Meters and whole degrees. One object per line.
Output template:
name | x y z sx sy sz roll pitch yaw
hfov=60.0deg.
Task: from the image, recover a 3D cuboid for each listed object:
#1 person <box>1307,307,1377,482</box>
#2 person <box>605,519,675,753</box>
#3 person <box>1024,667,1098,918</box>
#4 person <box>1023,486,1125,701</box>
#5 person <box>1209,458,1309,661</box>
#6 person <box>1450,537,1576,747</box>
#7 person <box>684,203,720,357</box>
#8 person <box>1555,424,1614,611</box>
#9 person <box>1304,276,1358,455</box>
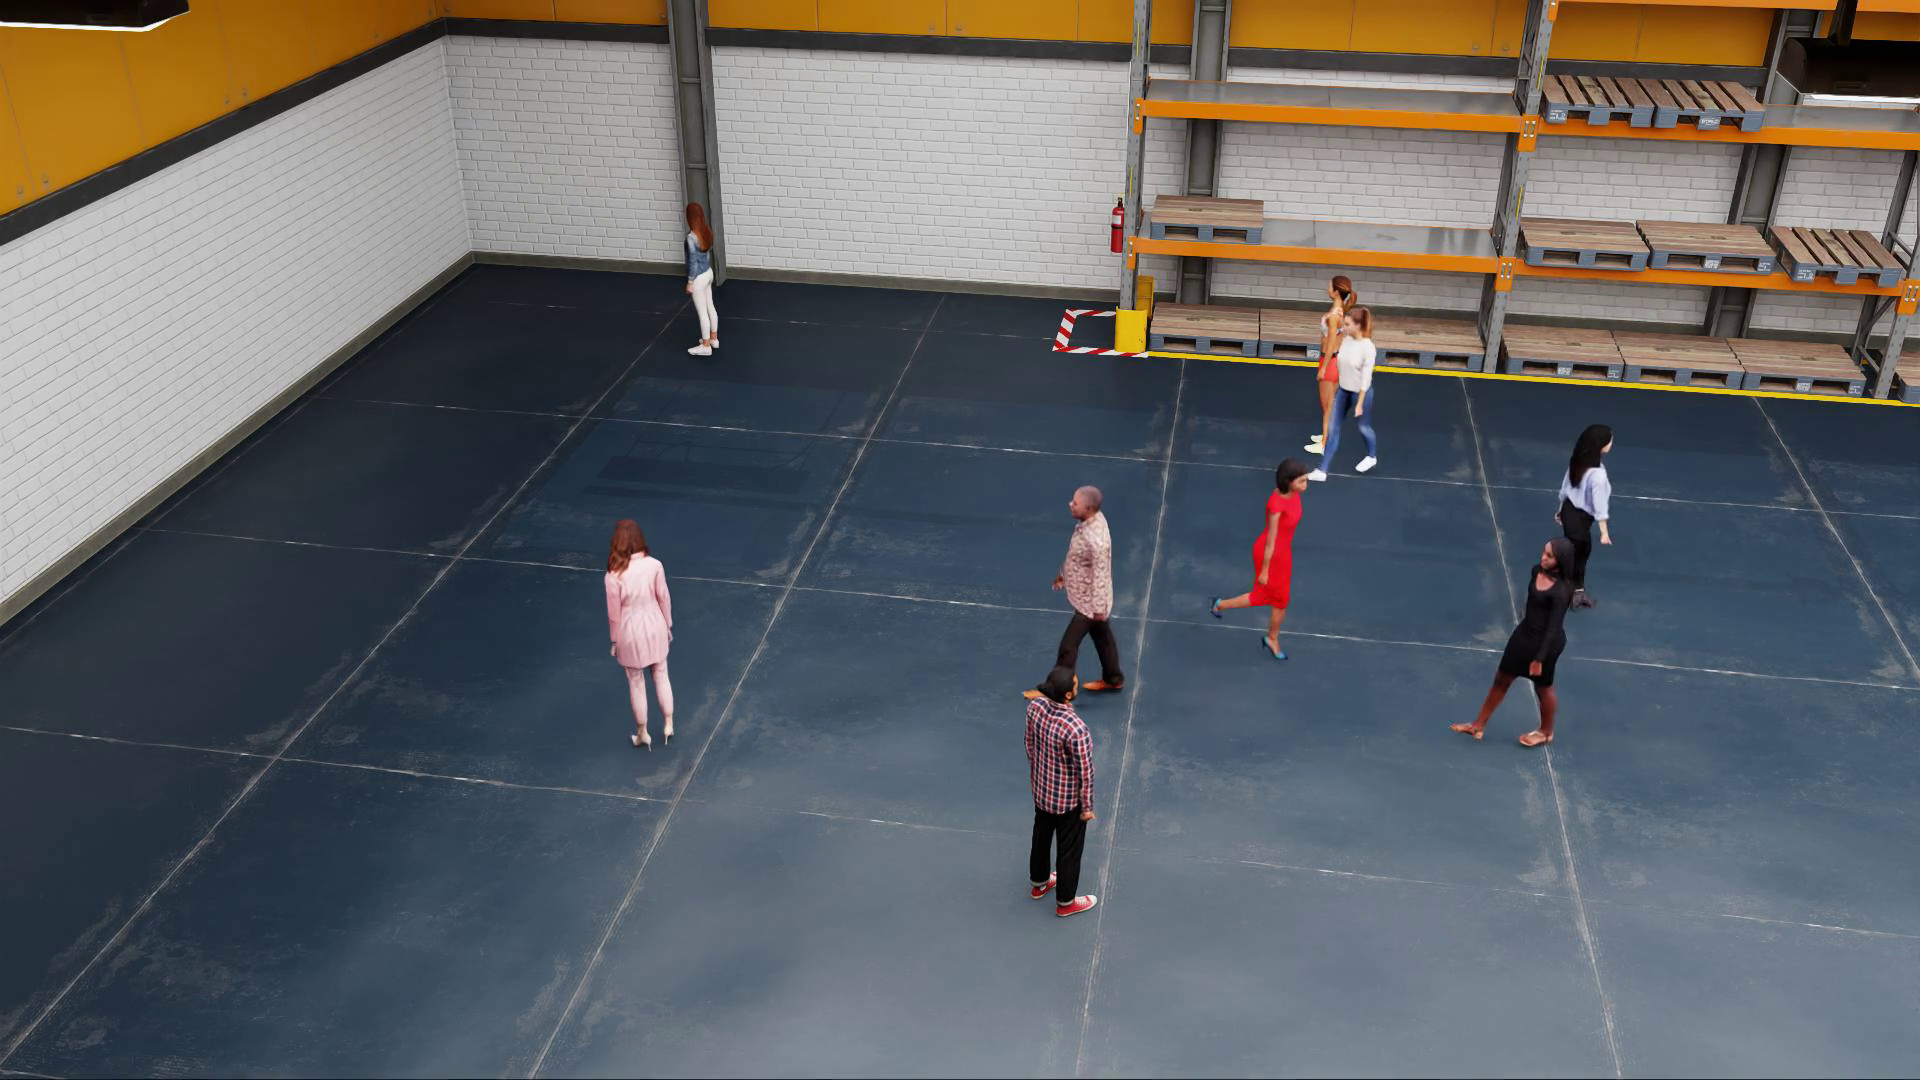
person | 3.746 -1.348 15.531 1.188 1.683 1.070 -15 32 -26
person | -2.244 0.679 11.692 0.661 1.801 0.749 -15 32 -25
person | 0.613 1.523 10.184 0.846 1.761 0.756 -24 37 -36
person | 1.047 0.409 12.210 1.057 1.778 0.806 1 29 2
person | 2.325 0.124 12.805 1.035 1.709 0.836 18 34 30
person | 4.135 0.742 11.688 1.069 1.694 0.844 -4 29 -8
person | -2.845 -2.881 18.321 0.550 1.702 0.637 8 30 15
person | 4.811 -0.116 13.229 0.939 1.723 0.804 -3 29 -6
person | 3.595 -1.691 16.045 0.661 1.791 0.644 15 32 25
